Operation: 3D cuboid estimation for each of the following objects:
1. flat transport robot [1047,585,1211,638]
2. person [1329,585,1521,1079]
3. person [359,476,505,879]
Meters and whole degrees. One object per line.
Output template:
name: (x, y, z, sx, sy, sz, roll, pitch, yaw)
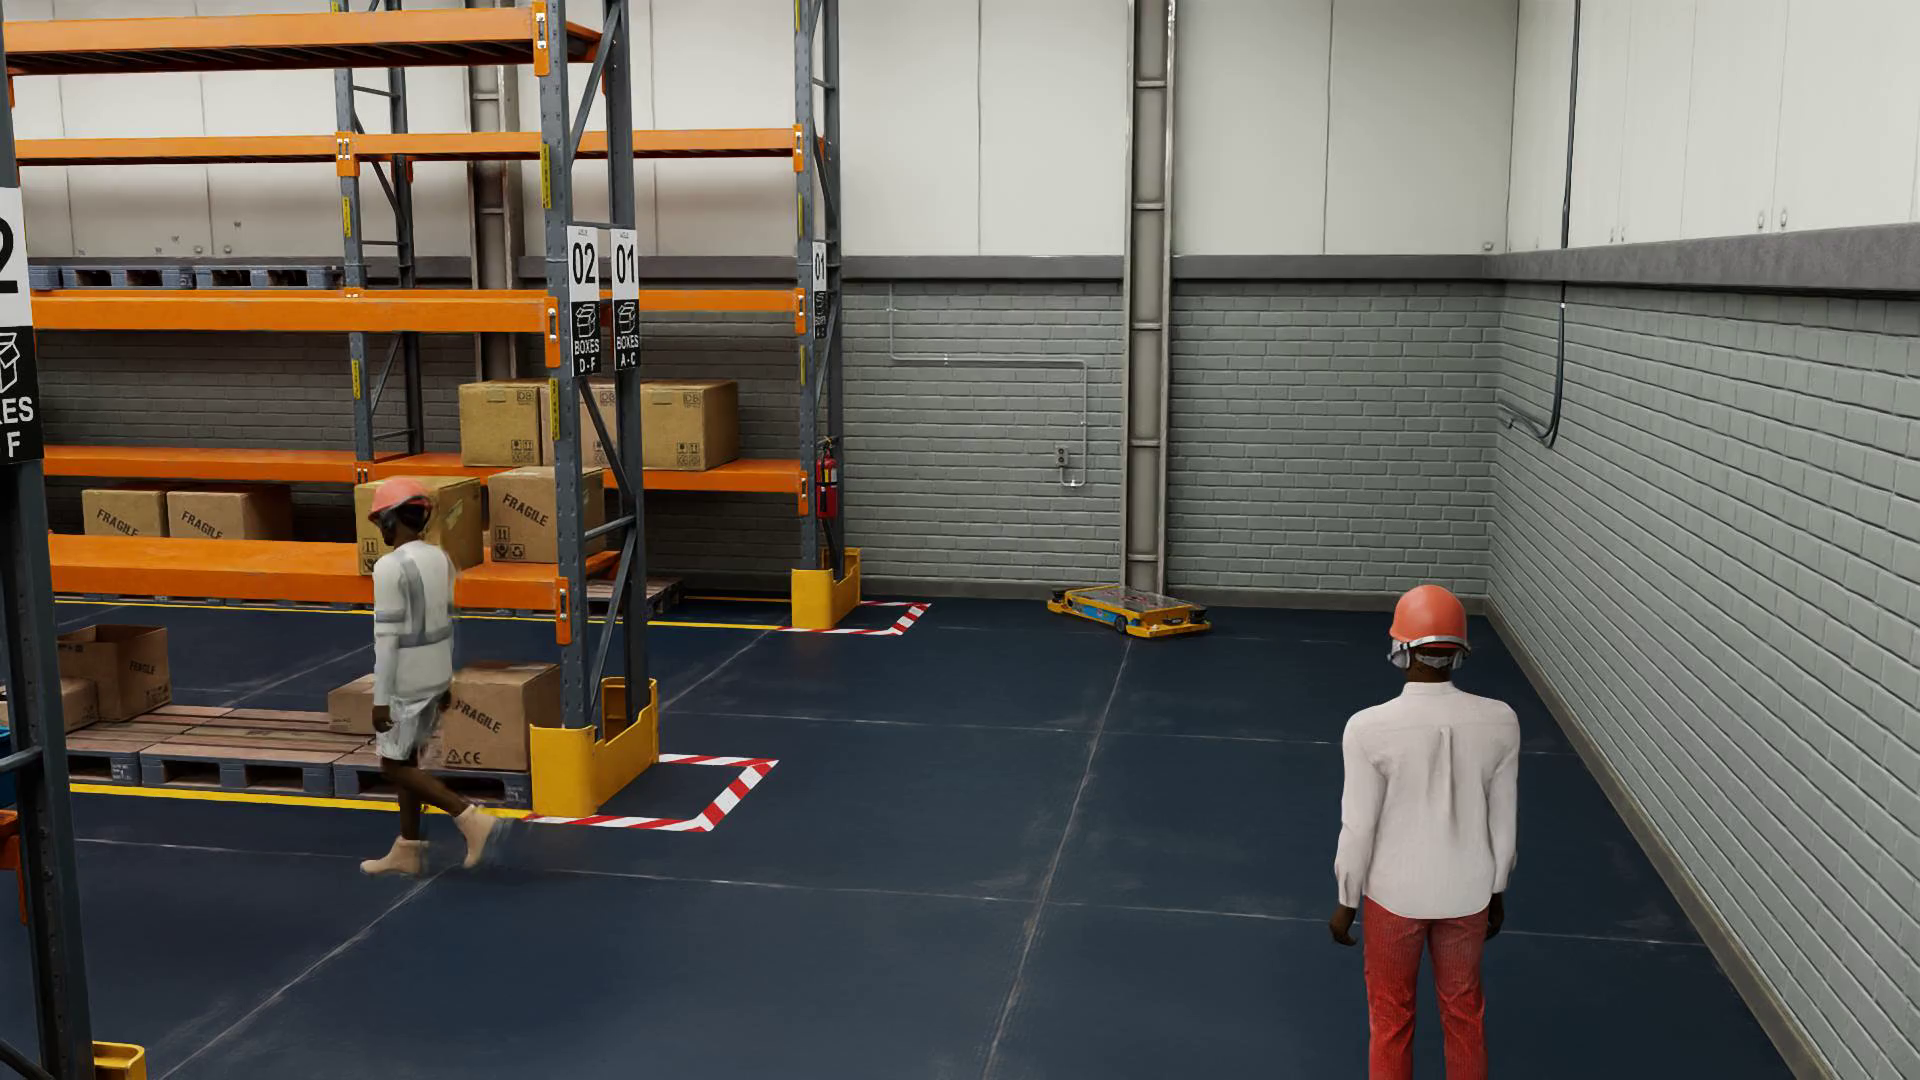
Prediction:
flat transport robot: (1.418, 0.583, 14.144, 0.652, 0.197, 1.431, -6, 11, -32)
person: (1.499, 1.132, 5.399, 0.608, 1.996, 0.379, -1, 9, -9)
person: (-2.604, 0.696, 8.106, 0.678, 1.996, 0.672, 1, 9, 7)
